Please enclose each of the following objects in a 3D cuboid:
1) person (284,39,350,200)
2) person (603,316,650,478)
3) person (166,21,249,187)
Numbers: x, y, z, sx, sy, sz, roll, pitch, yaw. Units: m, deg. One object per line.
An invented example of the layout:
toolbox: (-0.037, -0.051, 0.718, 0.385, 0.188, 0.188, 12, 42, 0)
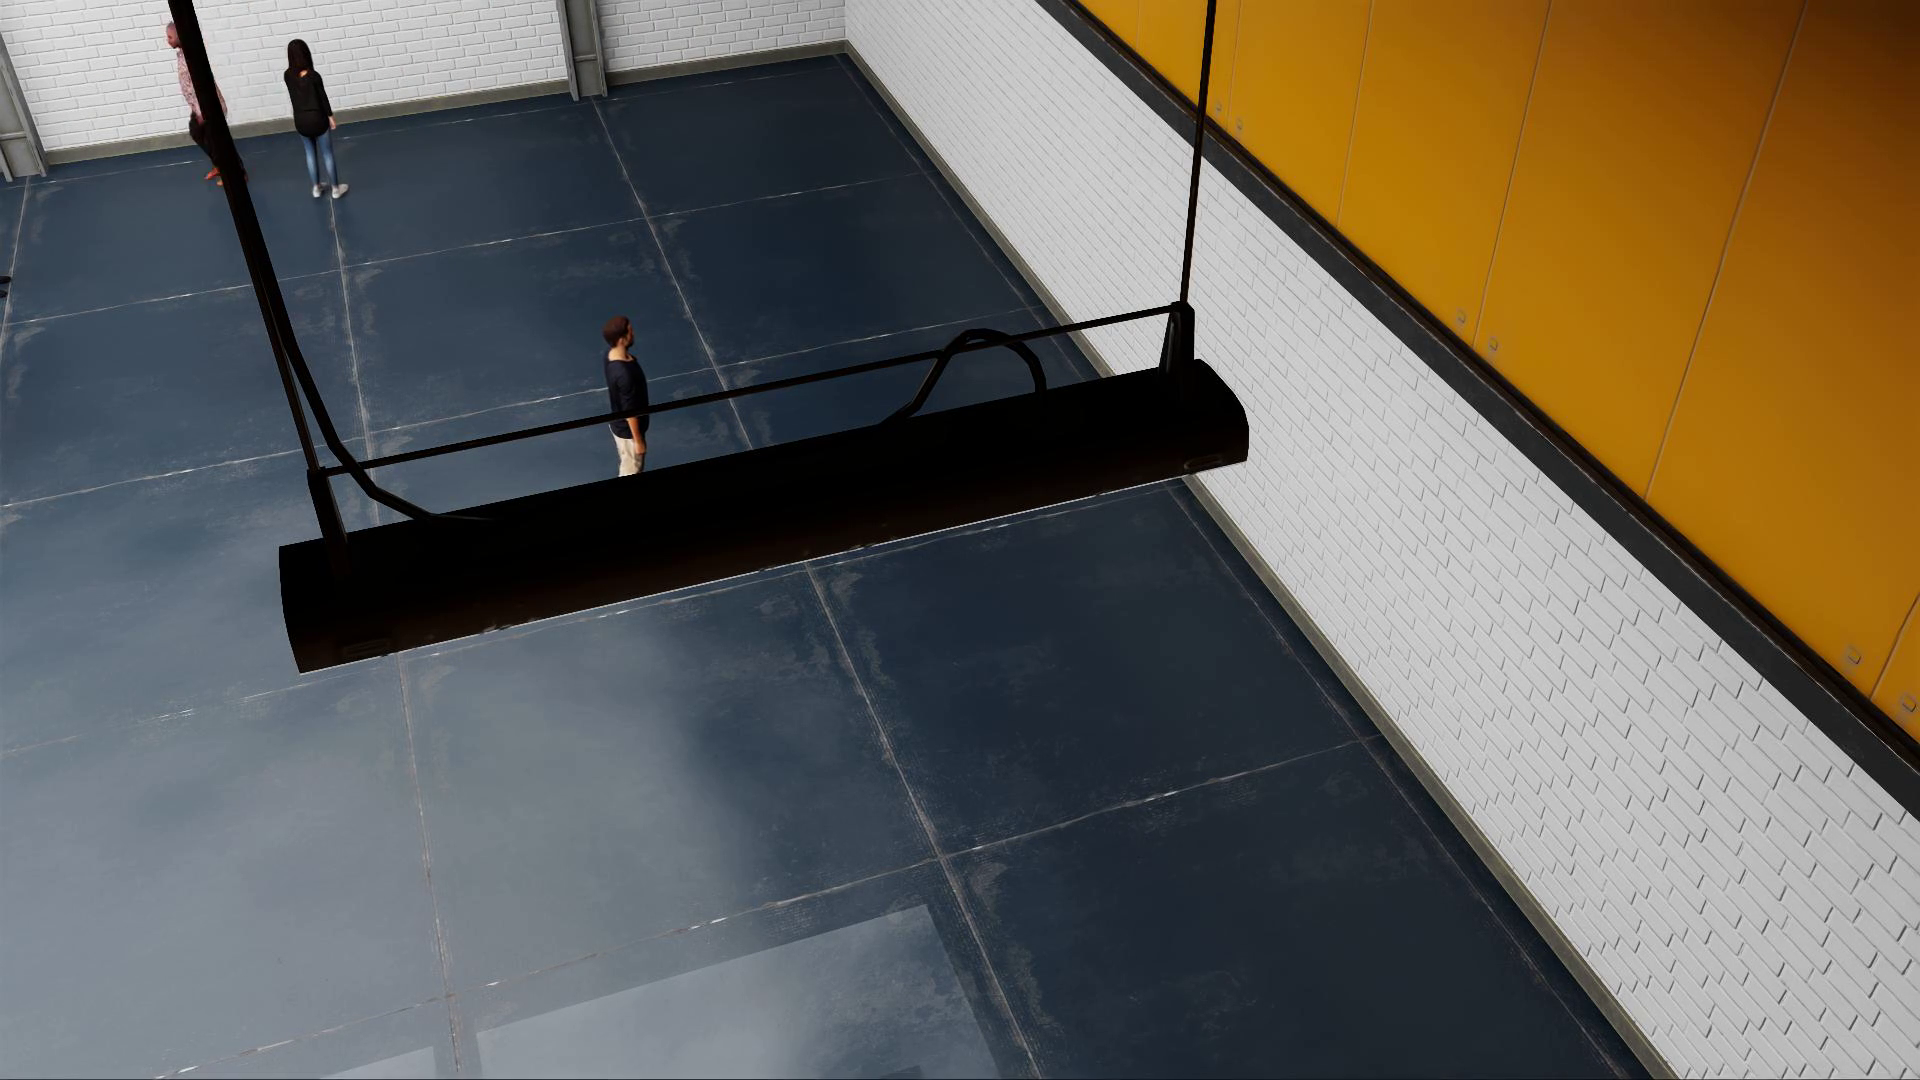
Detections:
person: (-6.582, -4.269, 16.882, 0.588, 1.645, 0.691, 3, 39, 4)
person: (-2.488, -0.838, 12.423, 0.560, 1.849, 0.645, -14, 41, -17)
person: (-7.628, -4.487, 17.041, 0.731, 1.789, 0.773, -19, 42, -22)
